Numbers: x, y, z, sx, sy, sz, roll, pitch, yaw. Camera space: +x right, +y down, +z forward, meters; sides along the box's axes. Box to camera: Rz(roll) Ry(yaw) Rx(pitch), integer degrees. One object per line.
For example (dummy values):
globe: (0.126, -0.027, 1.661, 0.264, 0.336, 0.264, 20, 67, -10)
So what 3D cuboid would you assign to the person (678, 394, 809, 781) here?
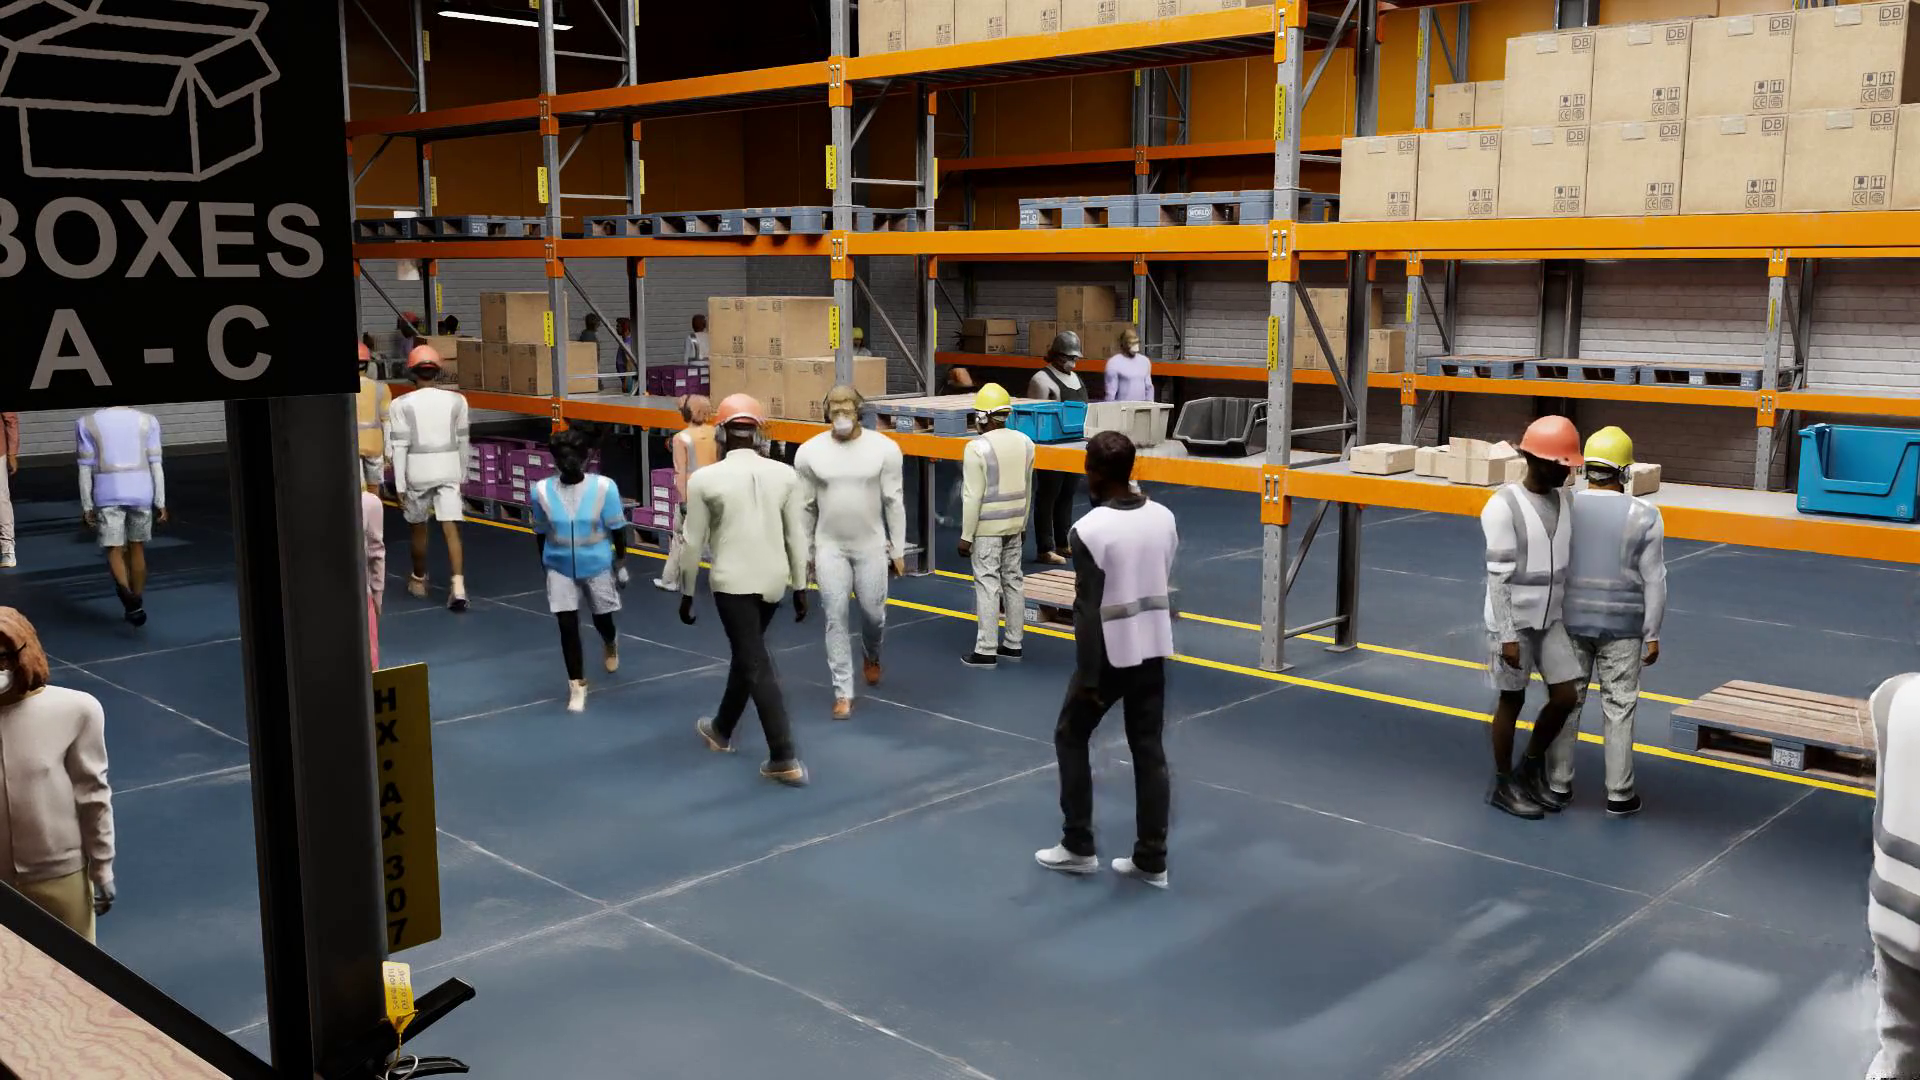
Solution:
person: (-1.101, 0.233, 8.470, 0.631, 1.930, 1.024, -8, 12, -39)

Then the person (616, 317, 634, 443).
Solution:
person: (-4.904, -2.363, 24.598, 0.387, 1.846, 0.566, -2, 9, -10)

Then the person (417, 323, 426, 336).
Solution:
person: (-8.013, -2.334, 24.668, 0.533, 1.765, 0.329, 7, 12, 37)

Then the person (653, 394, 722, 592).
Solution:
person: (-2.046, -0.341, 12.981, 0.866, 1.596, 0.518, 9, 13, 42)

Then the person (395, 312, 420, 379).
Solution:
person: (-7.069, -1.958, 21.633, 0.537, 2.000, 0.642, 2, 9, 12)

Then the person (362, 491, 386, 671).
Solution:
person: (-3.172, 0.319, 8.507, 0.541, 1.735, 0.842, -6, 11, -32)

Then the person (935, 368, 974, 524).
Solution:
person: (-0.058, -0.889, 16.305, 0.830, 1.586, 0.525, 6, 11, 33)

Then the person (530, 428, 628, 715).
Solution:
person: (-2.224, 0.142, 9.801, 0.542, 1.664, 0.705, -1, 9, -4)

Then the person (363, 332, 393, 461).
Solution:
person: (-7.280, -1.687, 20.651, 0.983, 1.792, 0.515, 3, 10, 18)

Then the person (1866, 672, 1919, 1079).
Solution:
person: (2.431, 0.981, 4.044, 0.436, 1.866, 0.579, -3, 10, -16)

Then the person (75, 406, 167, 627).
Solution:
person: (-5.907, -0.298, 11.770, 0.559, 1.912, 0.771, -6, 11, -34)

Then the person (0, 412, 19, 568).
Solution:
person: (-8.385, -0.747, 14.231, 0.608, 1.995, 0.377, -2, 10, -14)

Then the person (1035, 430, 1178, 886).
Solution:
person: (0.625, 0.488, 6.986, 0.612, 1.894, 0.713, -7, 12, -37)

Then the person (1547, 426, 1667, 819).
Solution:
person: (2.989, 0.385, 7.787, 0.588, 1.834, 0.403, 6, 11, 33)

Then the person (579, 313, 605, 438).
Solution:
person: (-5.537, -2.487, 25.193, 0.516, 1.903, 0.693, -2, 10, -13)

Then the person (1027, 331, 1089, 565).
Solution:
person: (0.918, -0.814, 14.505, 0.535, 2.000, 0.674, 7, 11, 35)

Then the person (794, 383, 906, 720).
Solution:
person: (-0.632, 0.037, 9.654, 0.640, 1.922, 0.720, 0, 9, 1)

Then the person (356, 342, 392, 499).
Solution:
person: (-5.426, -0.826, 15.011, 0.571, 1.892, 0.934, -5, 10, -27)

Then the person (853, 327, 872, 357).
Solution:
person: (-1.537, -2.276, 24.480, 0.490, 1.723, 0.747, -4, 10, -21)

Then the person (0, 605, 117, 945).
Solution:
person: (-2.692, 0.979, 4.775, 0.499, 1.627, 0.270, -4, 10, -25)

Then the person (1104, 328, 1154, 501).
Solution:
person: (1.834, -1.395, 18.441, 0.632, 1.919, 0.831, -8, 12, -39)

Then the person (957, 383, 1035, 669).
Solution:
person: (0.211, -0.090, 10.696, 0.589, 1.834, 0.403, -9, 13, -44)

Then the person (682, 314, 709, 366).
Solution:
person: (-4.073, -2.629, 26.220, 0.919, 1.853, 0.573, 7, 12, 38)

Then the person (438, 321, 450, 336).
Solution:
person: (-6.902, -1.987, 22.234, 0.533, 1.864, 0.315, -8, 12, -41)

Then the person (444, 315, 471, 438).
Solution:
person: (-7.577, -2.424, 24.893, 0.514, 1.873, 0.329, -5, 10, -27)

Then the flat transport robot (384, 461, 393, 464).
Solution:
flat transport robot: (-6.857, -0.819, 19.946, 1.431, 0.197, 0.652, -4, 10, -25)

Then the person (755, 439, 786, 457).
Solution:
person: (-2.614, -2.062, 22.764, 0.622, 1.844, 0.429, -9, 13, -43)

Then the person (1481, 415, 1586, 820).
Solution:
person: (2.635, 0.373, 7.662, 0.556, 1.906, 0.468, -4, 10, -23)

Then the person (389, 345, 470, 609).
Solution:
person: (-3.987, -0.481, 12.615, 0.611, 1.999, 1.057, -5, 11, -29)
